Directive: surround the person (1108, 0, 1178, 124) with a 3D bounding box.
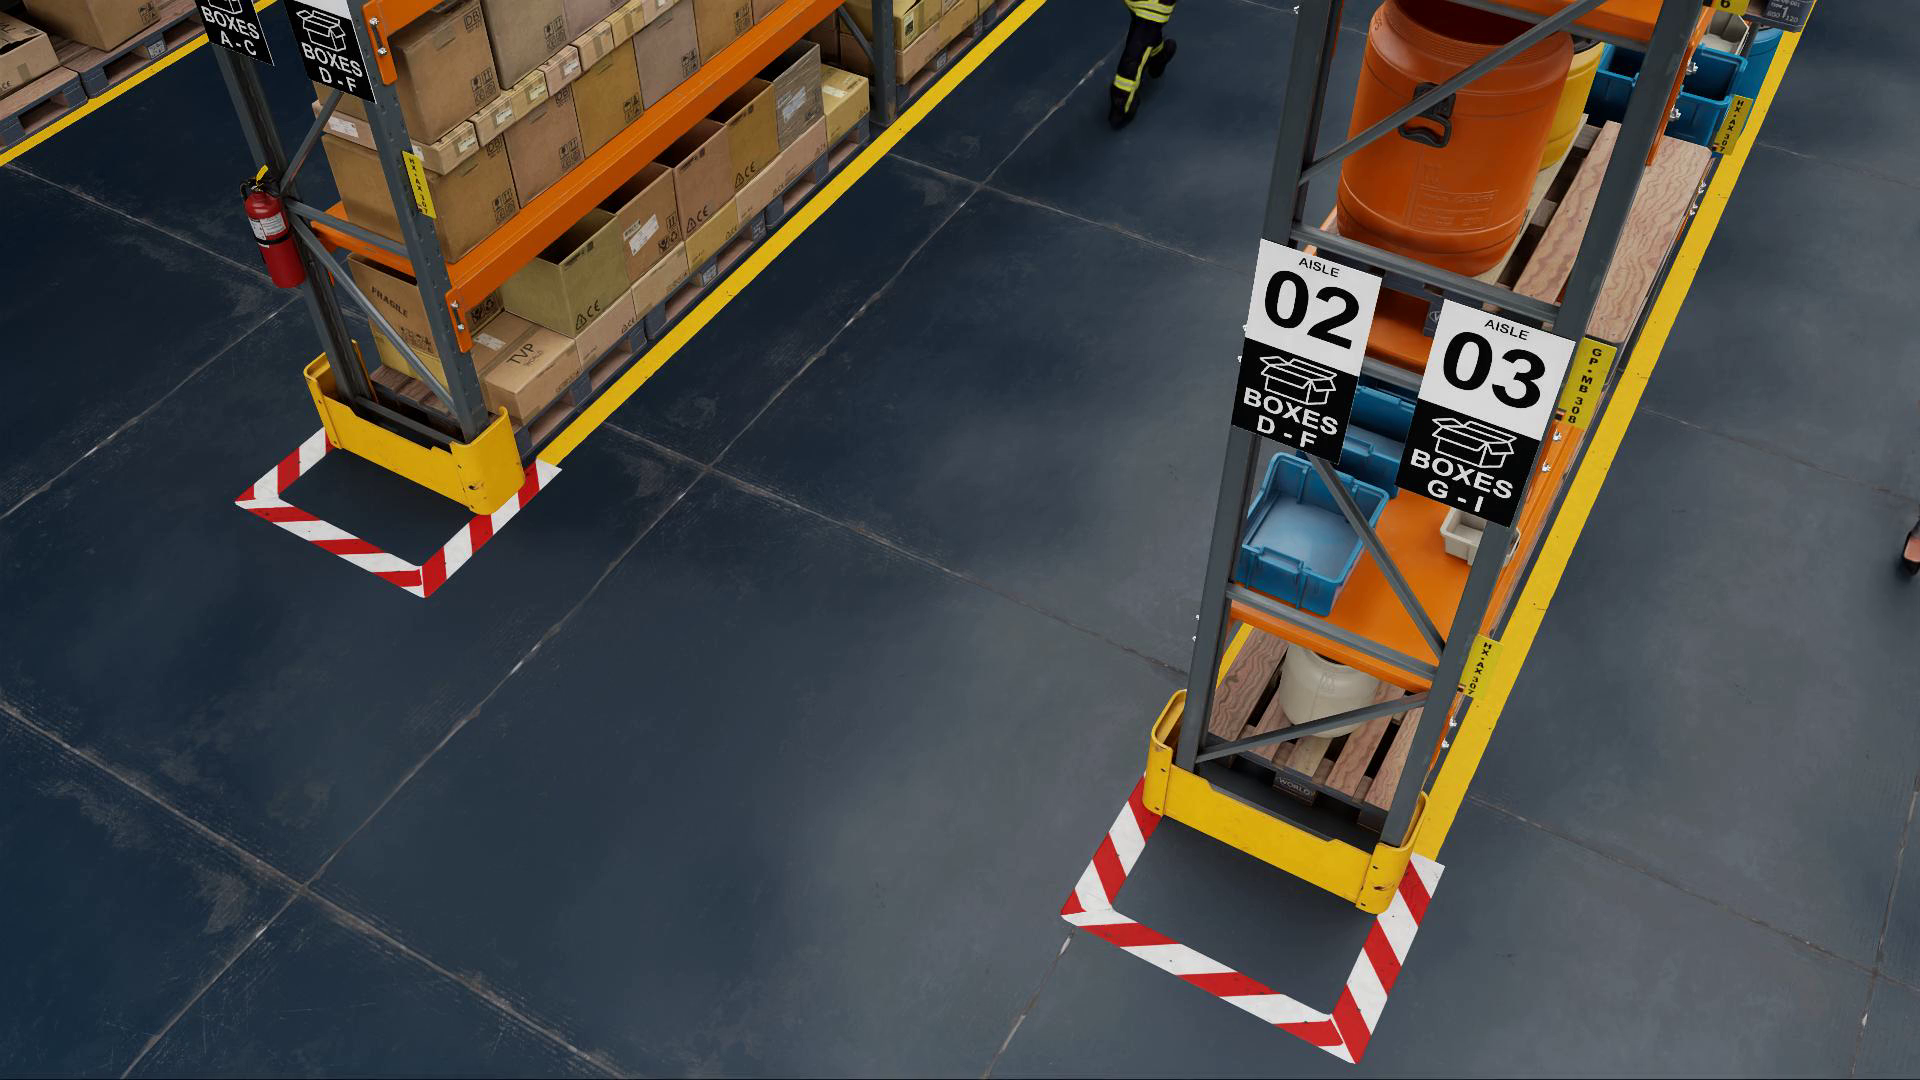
[{"bbox_3d":[1.172,-3.565,10.655,0.858,1.873,1.189,27,53,23],"label":"person"}]
